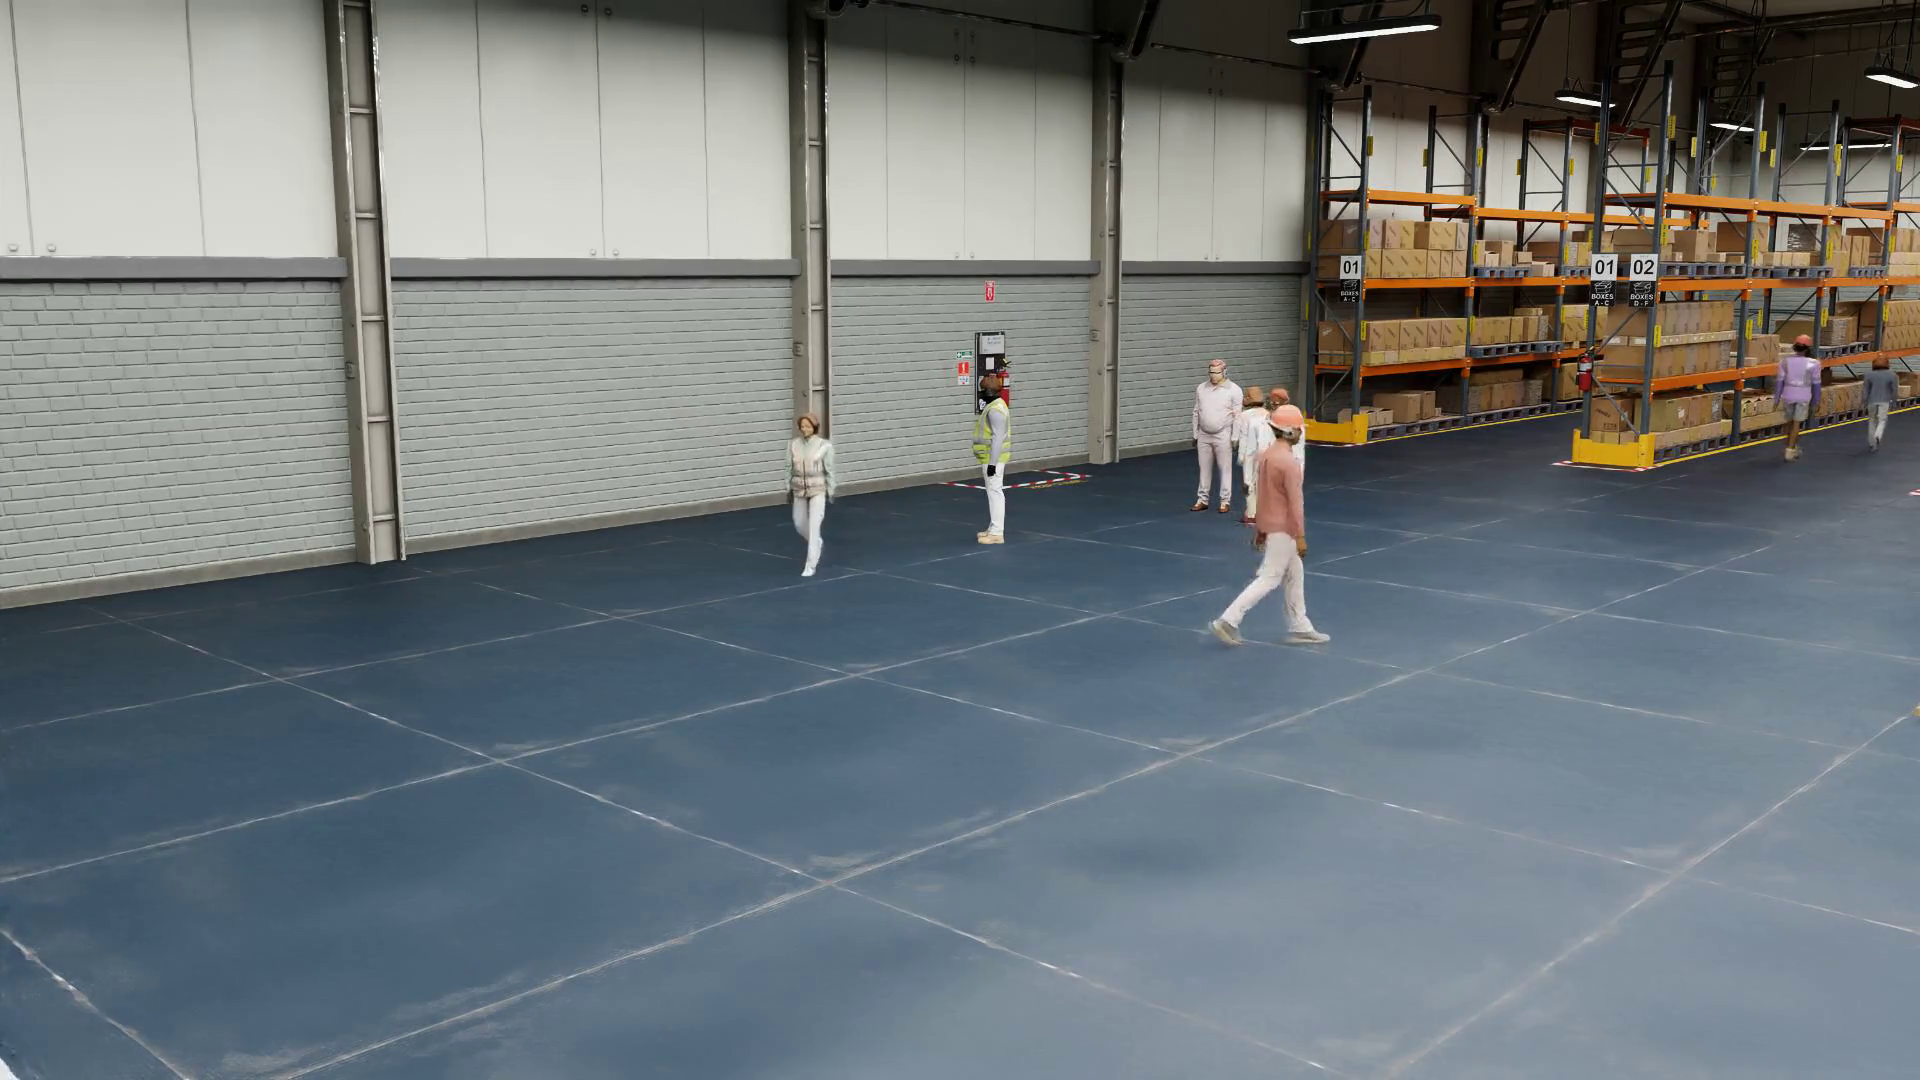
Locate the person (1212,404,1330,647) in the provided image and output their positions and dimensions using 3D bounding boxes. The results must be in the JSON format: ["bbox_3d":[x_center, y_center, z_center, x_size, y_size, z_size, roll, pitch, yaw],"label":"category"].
[{"bbox_3d":[2.500,-0.105,13.273,0.972,1.966,0.619,-1,9,-7],"label":"person"}]

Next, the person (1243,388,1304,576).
[{"bbox_3d":[3.152,-0.598,16.571,0.578,1.863,0.816,6,11,33],"label":"person"}]

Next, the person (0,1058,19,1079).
[{"bbox_3d":[-3.277,1.266,5.094,0.994,1.900,0.644,-6,11,-33],"label":"person"}]

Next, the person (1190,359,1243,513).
[{"bbox_3d":[3.159,-1.283,20.600,0.639,1.903,0.407,6,11,32],"label":"person"}]

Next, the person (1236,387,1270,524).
[{"bbox_3d":[3.488,-1.004,19.752,0.506,1.623,0.298,-7,12,-38],"label":"person"}]

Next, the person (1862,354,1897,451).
[{"bbox_3d":[15.150,-2.264,27.449,0.504,1.612,0.658,8,12,39],"label":"person"}]

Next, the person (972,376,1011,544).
[{"bbox_3d":[0.344,-0.880,18.330,0.429,1.840,0.634,0,9,1],"label":"person"}]

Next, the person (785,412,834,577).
[{"bbox_3d":[-1.464,-0.471,16.521,0.522,1.616,0.650,3,10,20],"label":"person"}]

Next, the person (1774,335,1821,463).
[{"bbox_3d":[13.083,-2.209,25.995,1.055,1.997,0.627,-9,13,-44],"label":"person"}]
